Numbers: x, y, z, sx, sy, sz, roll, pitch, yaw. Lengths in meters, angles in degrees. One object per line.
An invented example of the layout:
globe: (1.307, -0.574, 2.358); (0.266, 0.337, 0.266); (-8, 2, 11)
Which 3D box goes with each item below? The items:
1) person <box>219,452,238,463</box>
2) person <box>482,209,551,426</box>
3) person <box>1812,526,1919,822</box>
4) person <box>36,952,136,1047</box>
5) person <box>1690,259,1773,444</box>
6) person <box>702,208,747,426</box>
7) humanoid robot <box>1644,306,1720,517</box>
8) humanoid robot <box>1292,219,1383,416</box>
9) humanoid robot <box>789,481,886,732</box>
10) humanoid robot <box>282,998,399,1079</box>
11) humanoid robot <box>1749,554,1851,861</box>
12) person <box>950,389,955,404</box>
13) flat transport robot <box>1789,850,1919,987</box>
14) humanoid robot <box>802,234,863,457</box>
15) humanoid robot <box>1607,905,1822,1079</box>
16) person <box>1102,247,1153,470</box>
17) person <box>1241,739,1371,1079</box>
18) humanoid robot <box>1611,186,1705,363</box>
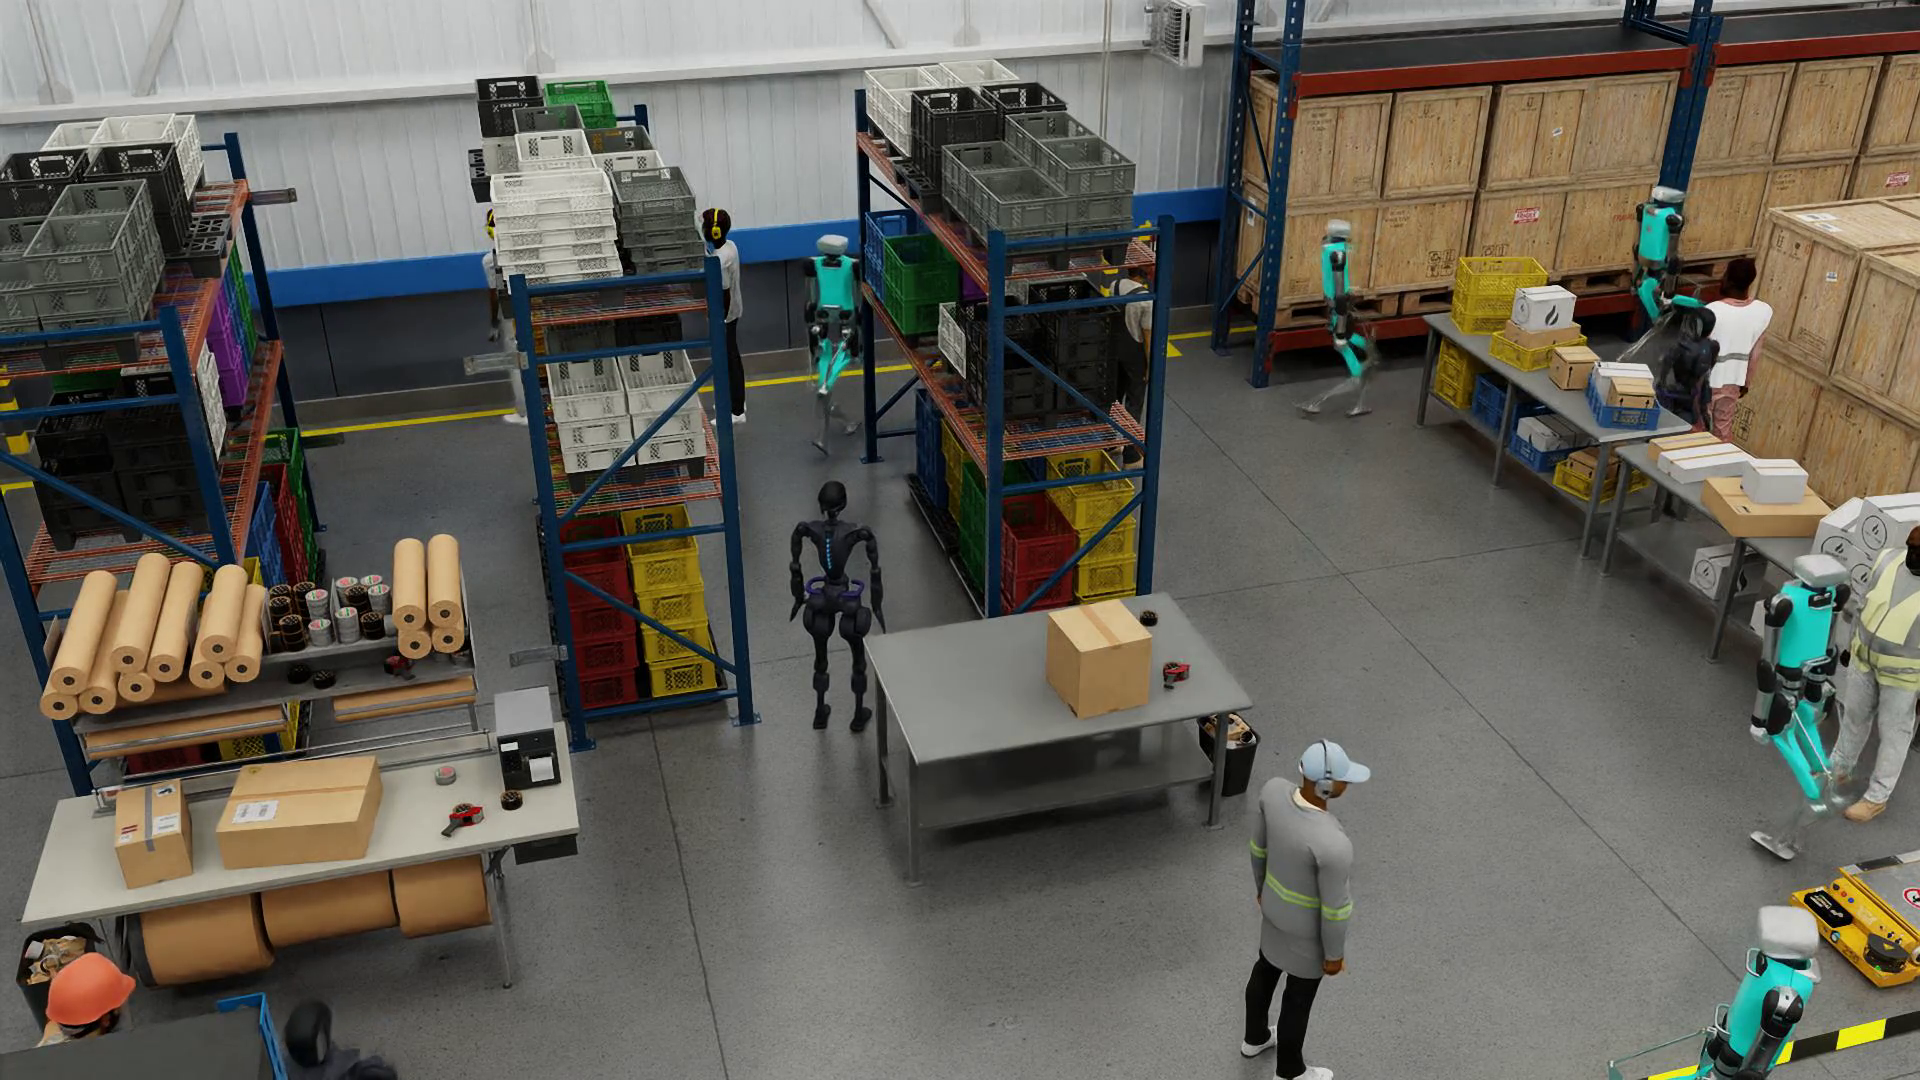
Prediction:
person: (-5.764, -1.060, 12.560); (0.581, 1.742, 0.552); (-17, 33, -28)
person: (-3.718, -1.857, 13.883); (0.309, 1.864, 0.530); (20, 35, 32)
person: (5.175, 0.712, 9.246); (0.429, 1.837, 0.622); (-10, 30, -18)
person: (-3.059, 2.324, 6.211); (0.552, 1.930, 0.366); (12, 31, 21)
person: (5.761, -1.210, 12.648); (0.590, 1.921, 0.392); (-5, 29, -8)
person: (-1.979, -1.862, 13.887); (0.329, 1.872, 0.507); (-1, 29, -1)
humanoid robot: (5.389, -1.003, 12.566); (0.592, 1.643, 0.614); (-12, 31, -21)
humanoid robot: (3.324, -1.823, 13.942); (0.927, 1.742, 0.546); (1, 29, 1)
humanoid robot: (-0.743, 0.390, 9.984); (0.601, 1.655, 0.332); (5, 29, 9)
humanoid robot: (-2.353, 2.392, 6.342); (0.609, 1.640, 0.371); (-5, 29, -9)
humanoid robot: (4.555, 1.017, 8.856); (0.542, 1.838, 0.774); (-12, 31, -21)
person: (0.307, -1.889, 13.806); (0.903, 1.995, 0.658); (-11, 31, -20)
flat transport robot: (5.163, 1.916, 8.676); (1.431, 0.231, 0.659); (-8, 30, -14)
humanoid robot: (-1.088, -1.489, 13.407); (0.547, 1.761, 1.026); (7, 30, 12)
humanoid robot: (2.889, 2.105, 6.664); (0.735, 1.681, 0.533); (13, 31, 22)
person: (1.351, -1.436, 13.152); (0.346, 1.837, 0.500); (-19, 34, -31)
person: (1.545, 1.672, 7.476); (0.388, 1.849, 0.597); (-14, 32, -23)
humanoid robot: (6.335, -2.307, 14.864); (1.046, 1.753, 0.557); (-9, 30, -16)
